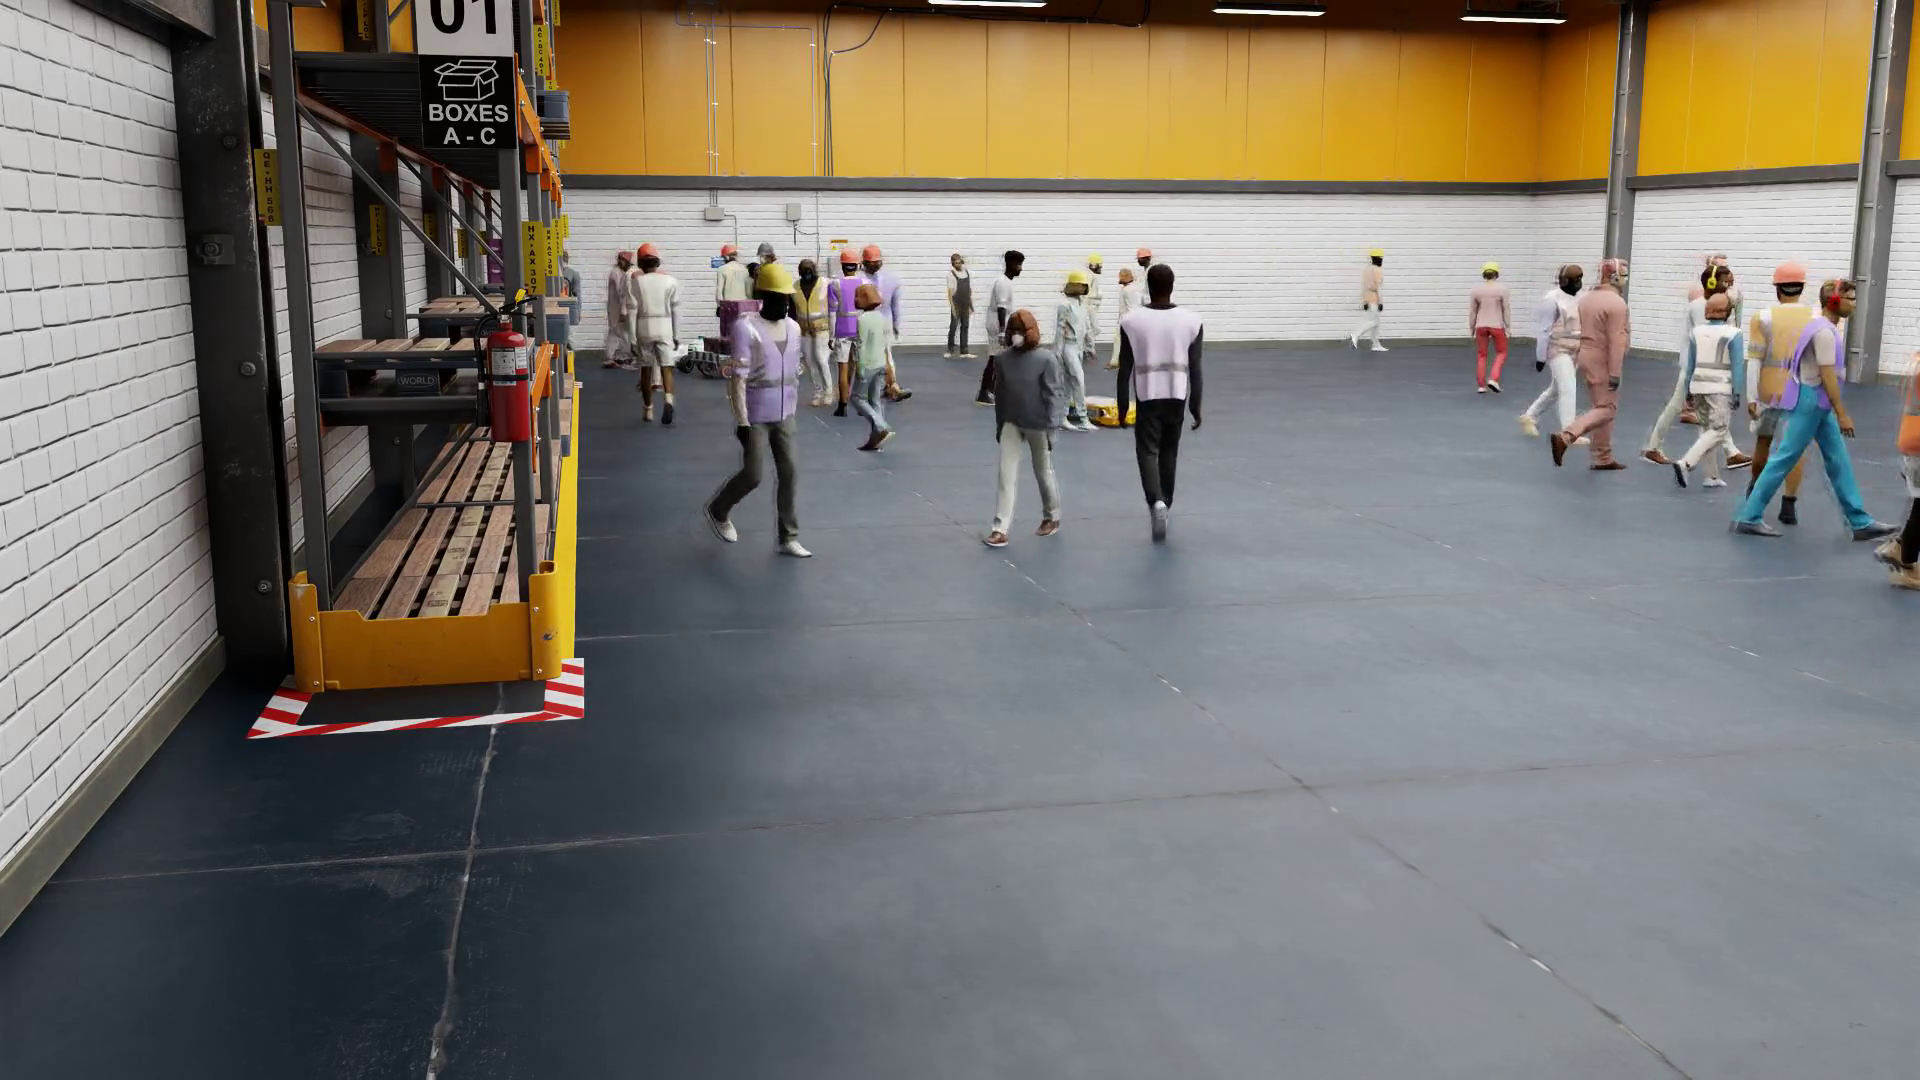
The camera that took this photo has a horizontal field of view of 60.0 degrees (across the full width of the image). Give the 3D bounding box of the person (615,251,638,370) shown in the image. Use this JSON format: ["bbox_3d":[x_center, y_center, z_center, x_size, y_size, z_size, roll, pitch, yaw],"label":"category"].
[{"bbox_3d":[-5.226,-3.591,26.106,0.465,1.863,0.576,-3,11,-17],"label":"person"}]

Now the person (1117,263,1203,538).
[{"bbox_3d":[1.392,-0.969,11.542,0.593,1.885,0.869,-1,10,-3],"label":"person"}]

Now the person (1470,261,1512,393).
[{"bbox_3d":[7.033,-2.810,22.054,0.577,1.757,0.386,8,13,37],"label":"person"}]

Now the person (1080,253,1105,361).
[{"bbox_3d":[2.192,-3.884,27.862,0.500,1.804,0.625,1,10,7],"label":"person"}]

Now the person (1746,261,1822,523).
[{"bbox_3d":[6.077,-1.101,12.249,0.565,1.879,1.010,4,11,21],"label":"person"}]

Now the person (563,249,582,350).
[{"bbox_3d":[-6.145,-3.485,25.399,0.731,1.909,0.555,0,10,-3],"label":"person"}]

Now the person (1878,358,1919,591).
[{"bbox_3d":[5.626,-0.527,9.604,0.368,1.680,0.553,7,12,35],"label":"person"}]

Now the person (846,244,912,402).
[{"bbox_3d":[-1.095,-2.691,20.791,1.105,1.973,0.611,8,13,37],"label":"person"}]

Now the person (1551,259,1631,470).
[{"bbox_3d":[5.566,-1.520,14.596,0.755,1.881,0.647,-1,10,-6],"label":"person"}]

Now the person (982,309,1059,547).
[{"bbox_3d":[0.450,-0.762,11.204,0.516,1.576,0.857,5,11,27],"label":"person"}]

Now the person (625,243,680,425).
[{"bbox_3d":[-3.390,-2.280,18.441,0.606,2.018,0.930,-3,11,-16],"label":"person"}]

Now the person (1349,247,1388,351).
[{"bbox_3d":[7.524,-4.401,30.451,0.707,1.910,0.598,-1,10,-6],"label":"person"}]

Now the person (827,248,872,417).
[{"bbox_3d":[-1.275,-2.395,19.261,0.545,1.938,0.361,-3,11,-18],"label":"person"}]

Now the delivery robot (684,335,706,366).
[{"bbox_3d":[-4.020,-2.953,25.929,0.477,0.478,0.707,6,12,29],"label":"delivery robot"}]

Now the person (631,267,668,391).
[{"bbox_3d":[-4.206,-2.981,22.472,0.645,1.957,0.493,-8,13,-38],"label":"person"}]

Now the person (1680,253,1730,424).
[{"bbox_3d":[8.283,-2.201,18.331,0.641,1.889,0.590,-7,12,-34],"label":"person"}]

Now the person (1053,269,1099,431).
[{"bbox_3d":[1.299,-2.007,17.691,0.737,1.713,0.511,7,13,35],"label":"person"}]

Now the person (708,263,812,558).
[{"bbox_3d":[-1.314,-0.840,10.765,0.748,1.899,0.612,9,14,41],"label":"person"}]

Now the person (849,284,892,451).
[{"bbox_3d":[-0.855,-1.644,15.968,0.378,1.620,0.509,5,11,26],"label":"person"}]

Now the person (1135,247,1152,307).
[{"bbox_3d":[3.197,-4.069,28.605,0.724,1.904,0.578,-1,10,-3],"label":"person"}]

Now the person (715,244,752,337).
[{"bbox_3d":[-3.677,-3.808,27.007,0.655,1.964,0.506,-7,12,-32],"label":"person"}]

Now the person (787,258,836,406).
[{"bbox_3d":[-1.798,-2.525,20.348,0.656,1.807,0.461,3,11,16],"label":"person"}]

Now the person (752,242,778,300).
[{"bbox_3d":[-3.020,-3.823,26.890,0.700,2.000,0.791,9,14,41],"label":"person"}]

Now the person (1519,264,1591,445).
[{"bbox_3d":[6.054,-1.893,16.859,0.623,1.809,0.867,-8,13,-38],"label":"person"}]

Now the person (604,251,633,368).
[{"bbox_3d":[-5.409,-3.648,26.408,0.604,1.865,0.678,-1,10,-5],"label":"person"}]

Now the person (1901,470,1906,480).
[{"bbox_3d":[8.257,-1.298,13.435,0.657,1.853,1.014,-3,11,-17],"label":"person"}]

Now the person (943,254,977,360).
[{"bbox_3d":[0.016,-3.980,28.426,0.655,1.809,0.342,-9,14,-42],"label":"person"}]

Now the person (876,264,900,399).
[{"bbox_3d":[-1.051,-2.732,21.186,0.639,1.915,0.532,-7,12,-35],"label":"person"}]

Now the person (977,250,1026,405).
[{"bbox_3d":[0.504,-2.613,20.527,0.624,1.919,0.633,2,10,11],"label":"person"}]

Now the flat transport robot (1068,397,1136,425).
[{"bbox_3d":[1.581,-1.472,18.768,0.652,0.197,1.431,-6,12,-29],"label":"flat transport robot"}]

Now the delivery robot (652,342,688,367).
[{"bbox_3d":[-4.491,-2.854,25.378,0.477,0.478,0.707,7,12,35],"label":"delivery robot"}]

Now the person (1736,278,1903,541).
[{"bbox_3d":[5.845,-0.873,11.276,1.020,1.781,0.570,6,12,31],"label":"person"}]

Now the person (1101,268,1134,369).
[{"bbox_3d":[2.668,-3.497,26.295,0.801,1.605,0.503,0,10,0],"label":"person"}]

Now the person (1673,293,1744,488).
[{"bbox_3d":[6.098,-1.202,13.580,0.651,1.617,0.524,-4,11,-23],"label":"person"}]

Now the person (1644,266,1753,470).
[{"bbox_3d":[6.642,-1.532,14.845,0.528,1.804,1.035,-9,13,-40],"label":"person"}]

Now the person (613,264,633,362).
[{"bbox_3d":[-5.434,-3.698,27.087,0.881,1.718,0.522,1,10,7],"label":"person"}]

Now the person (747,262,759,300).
[{"bbox_3d":[-3.503,-3.784,27.723,0.636,1.662,0.652,7,12,34],"label":"person"}]

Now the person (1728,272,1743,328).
[{"bbox_3d":[10.346,-2.842,22.597,0.509,1.629,0.314,0,10,3],"label":"person"}]
